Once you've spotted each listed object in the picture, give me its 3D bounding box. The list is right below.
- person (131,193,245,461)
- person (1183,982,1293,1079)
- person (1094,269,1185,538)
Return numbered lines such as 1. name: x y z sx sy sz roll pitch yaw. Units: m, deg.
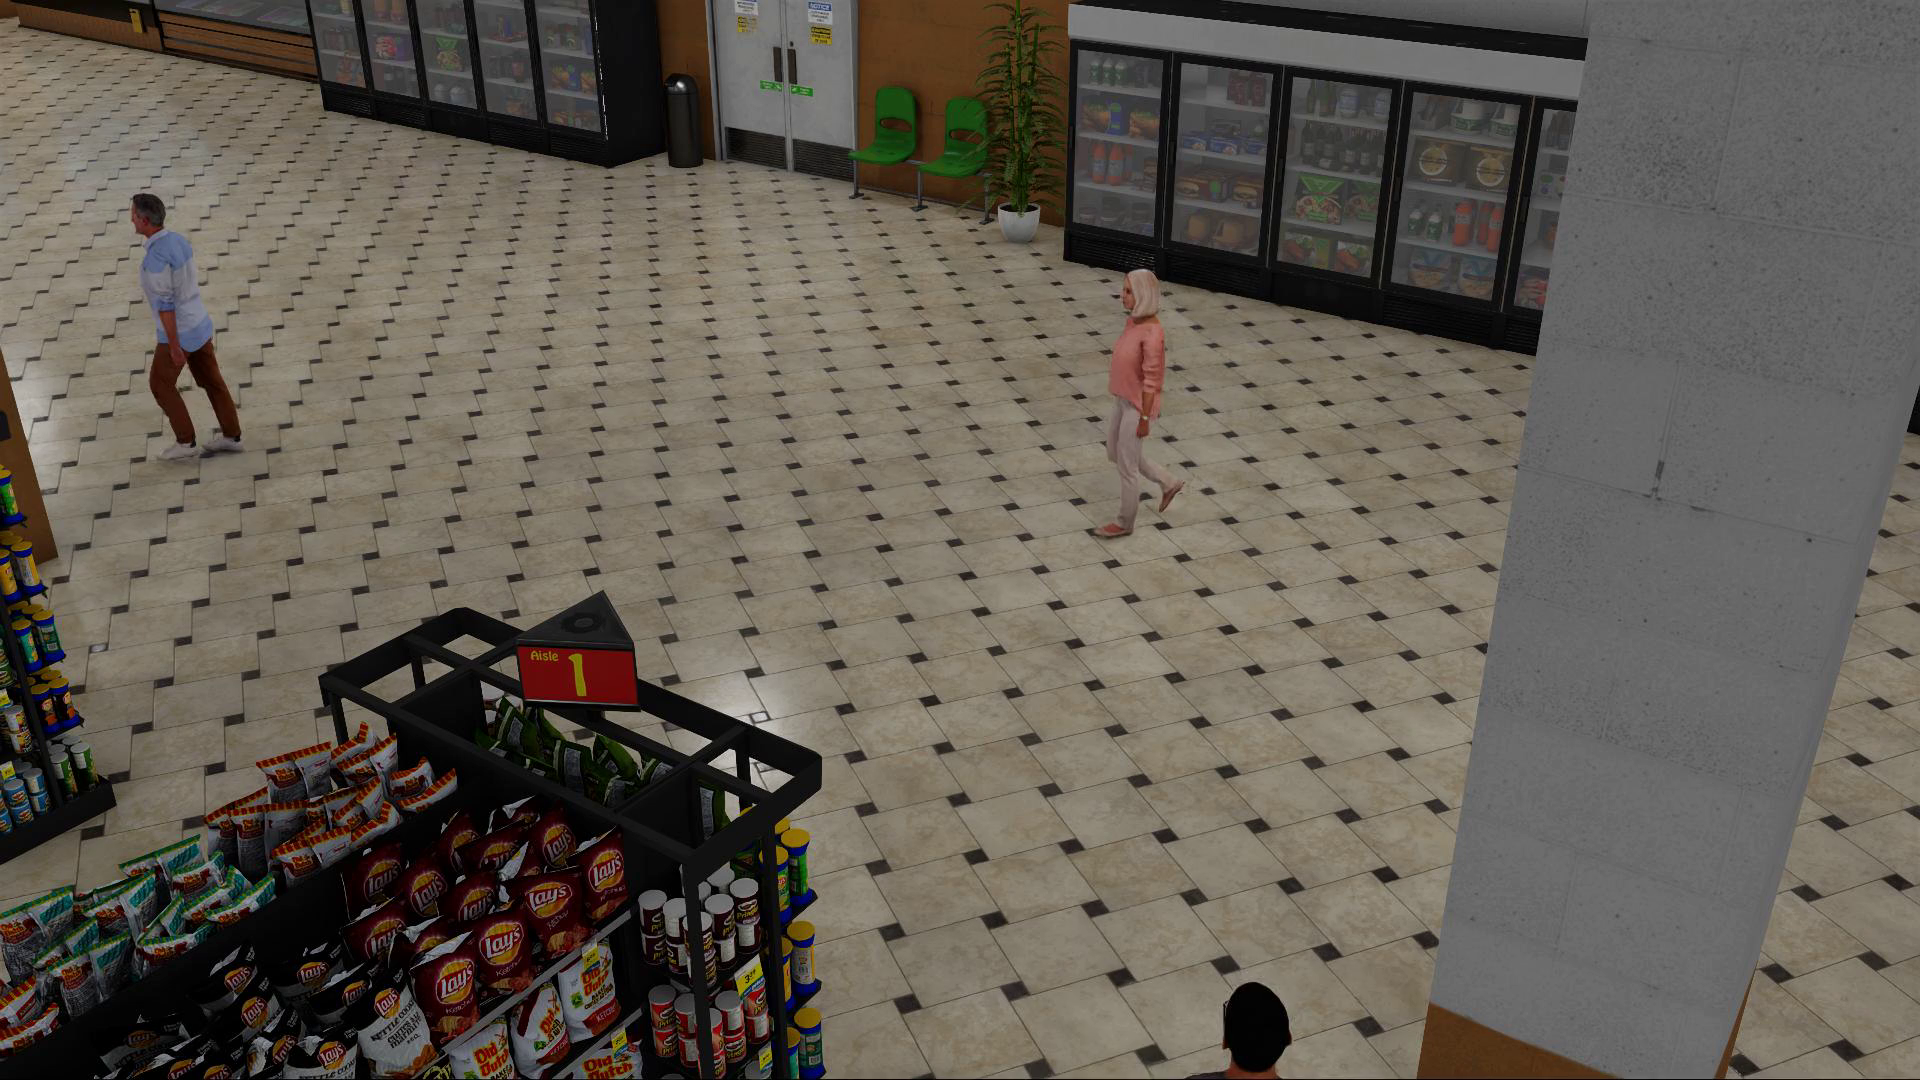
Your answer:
1. person: -5.097 -1.399 11.084 0.956 1.806 0.893 -1 27 -2
2. person: 0.747 1.968 4.530 0.967 1.730 1.103 1 27 1
3. person: 1.135 -0.819 10.043 0.945 1.714 0.877 -6 27 -11
